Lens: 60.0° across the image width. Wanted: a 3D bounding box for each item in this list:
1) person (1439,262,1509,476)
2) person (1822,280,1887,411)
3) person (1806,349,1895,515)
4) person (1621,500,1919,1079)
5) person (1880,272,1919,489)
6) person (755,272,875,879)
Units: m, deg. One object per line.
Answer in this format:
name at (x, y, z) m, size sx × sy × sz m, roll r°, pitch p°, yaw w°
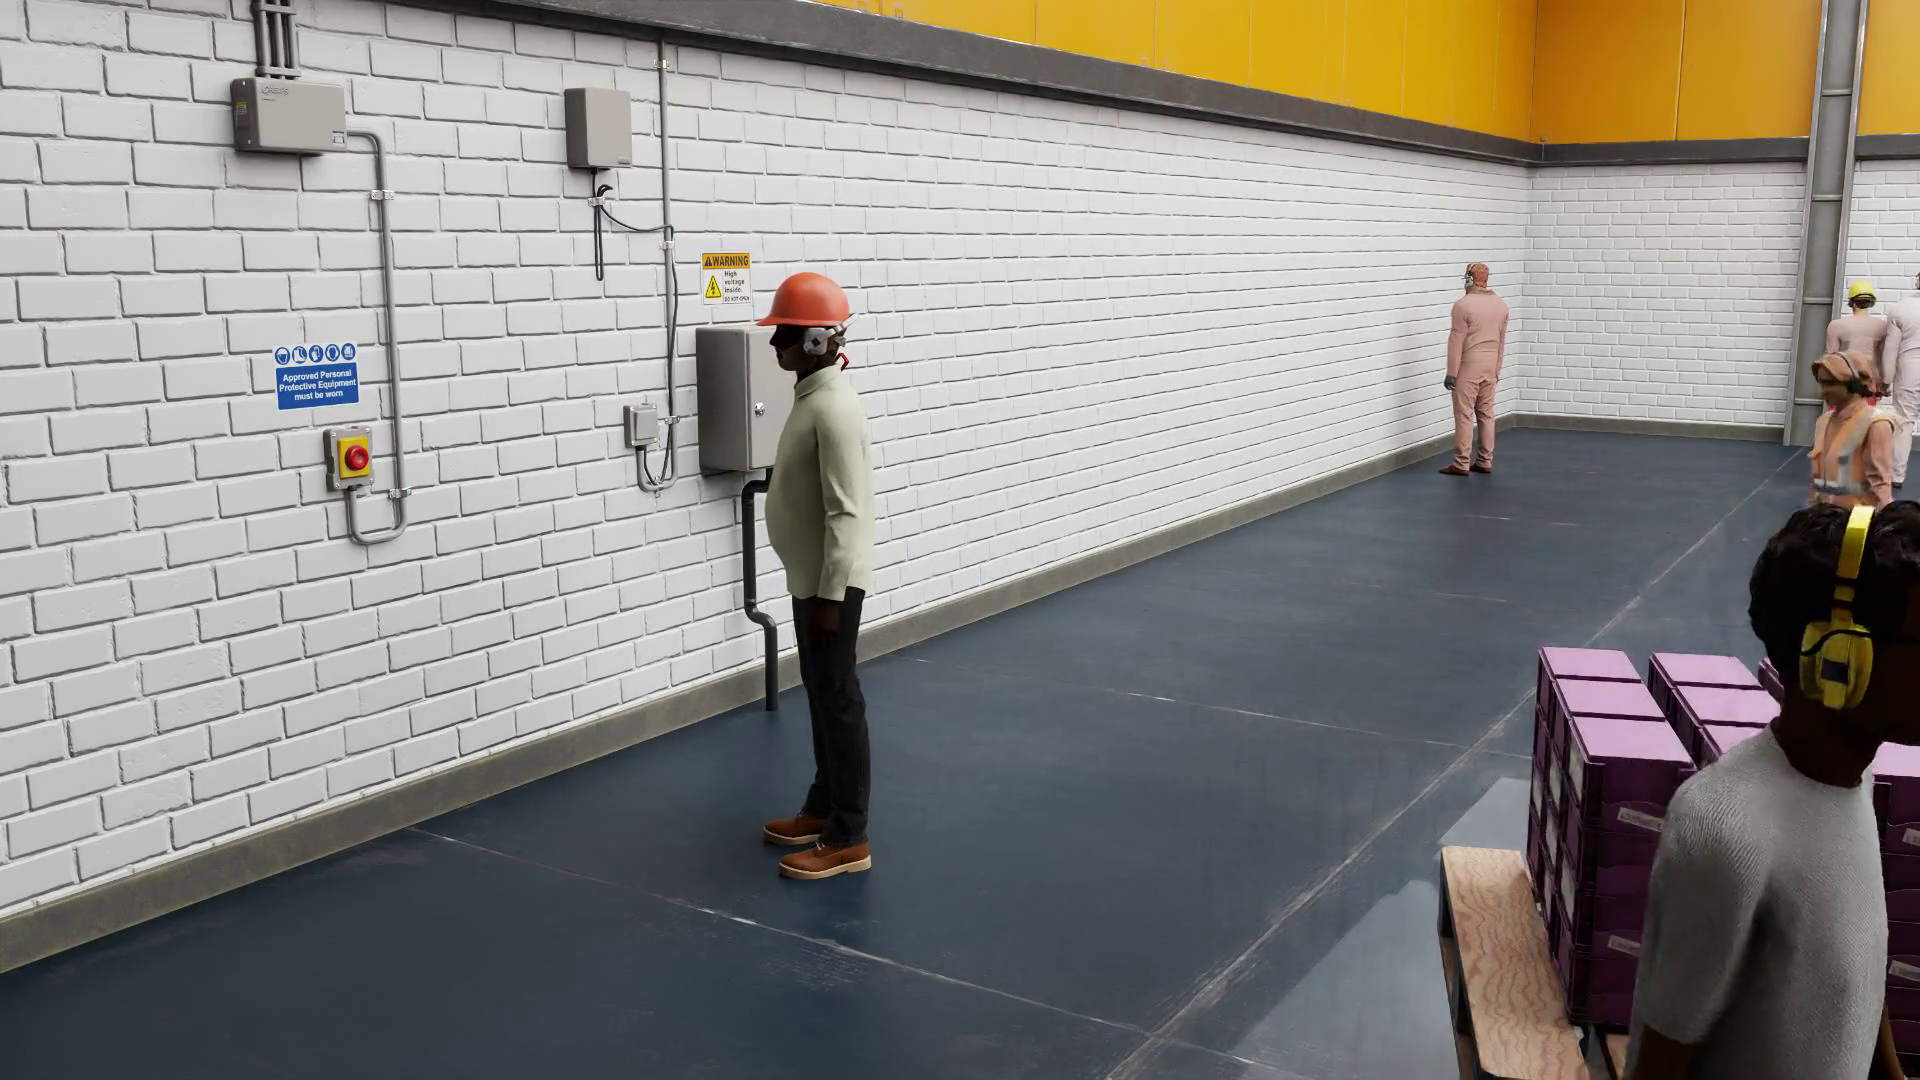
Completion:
person at (4.596, -1.527, 14.930) m, size 0.642 × 1.903 × 0.402 m, roll -6°, pitch 12°, yaw -31°
person at (7.714, -1.352, 14.348) m, size 0.519 × 1.757 × 0.343 m, roll 2°, pitch 10°, yaw 11°
person at (3.956, -0.026, 7.354) m, size 0.456 × 1.622 × 0.546 m, roll 0°, pitch 10°, yaw 0°
person at (1.012, 0.844, 2.053) m, size 1.025 × 1.809 × 0.569 m, roll 8°, pitch 13°, yaw 39°
person at (8.133, -1.368, 14.042) m, size 0.639 × 1.902 × 0.407 m, roll 5°, pitch 11°, yaw 25°
person at (-0.471, 0.120, 5.528) m, size 0.379 × 1.996 × 0.610 m, roll -2°, pitch 10°, yaw -13°
